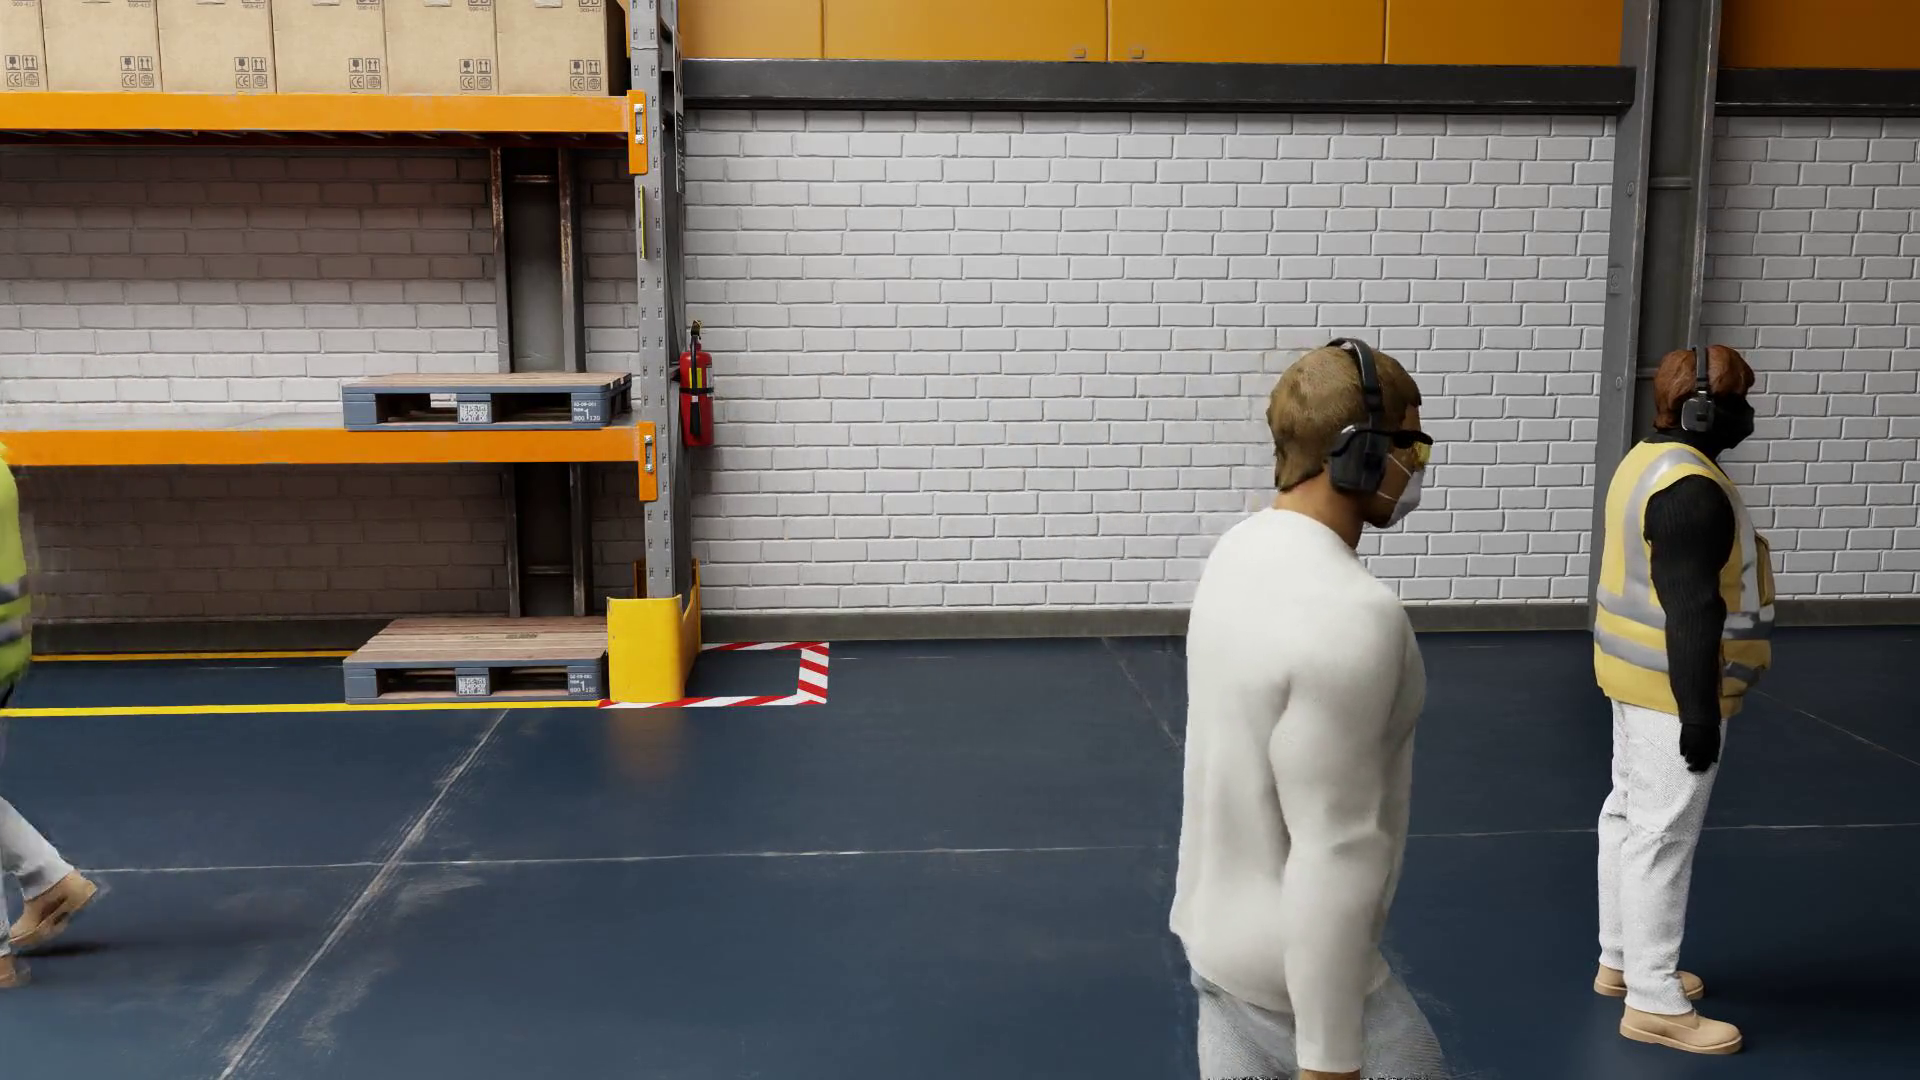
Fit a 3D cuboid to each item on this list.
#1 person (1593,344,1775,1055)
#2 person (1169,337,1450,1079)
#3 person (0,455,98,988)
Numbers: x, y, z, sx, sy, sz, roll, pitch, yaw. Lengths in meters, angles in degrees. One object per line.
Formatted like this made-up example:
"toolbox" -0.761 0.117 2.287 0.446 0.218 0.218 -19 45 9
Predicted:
"person" 1.916 0.406 4.434 0.430 1.845 0.619 2 9 11
"person" 0.648 0.653 2.604 0.672 1.923 0.662 -1 9 -8
"person" -2.830 0.380 4.647 0.434 1.826 0.634 -3 9 -17
